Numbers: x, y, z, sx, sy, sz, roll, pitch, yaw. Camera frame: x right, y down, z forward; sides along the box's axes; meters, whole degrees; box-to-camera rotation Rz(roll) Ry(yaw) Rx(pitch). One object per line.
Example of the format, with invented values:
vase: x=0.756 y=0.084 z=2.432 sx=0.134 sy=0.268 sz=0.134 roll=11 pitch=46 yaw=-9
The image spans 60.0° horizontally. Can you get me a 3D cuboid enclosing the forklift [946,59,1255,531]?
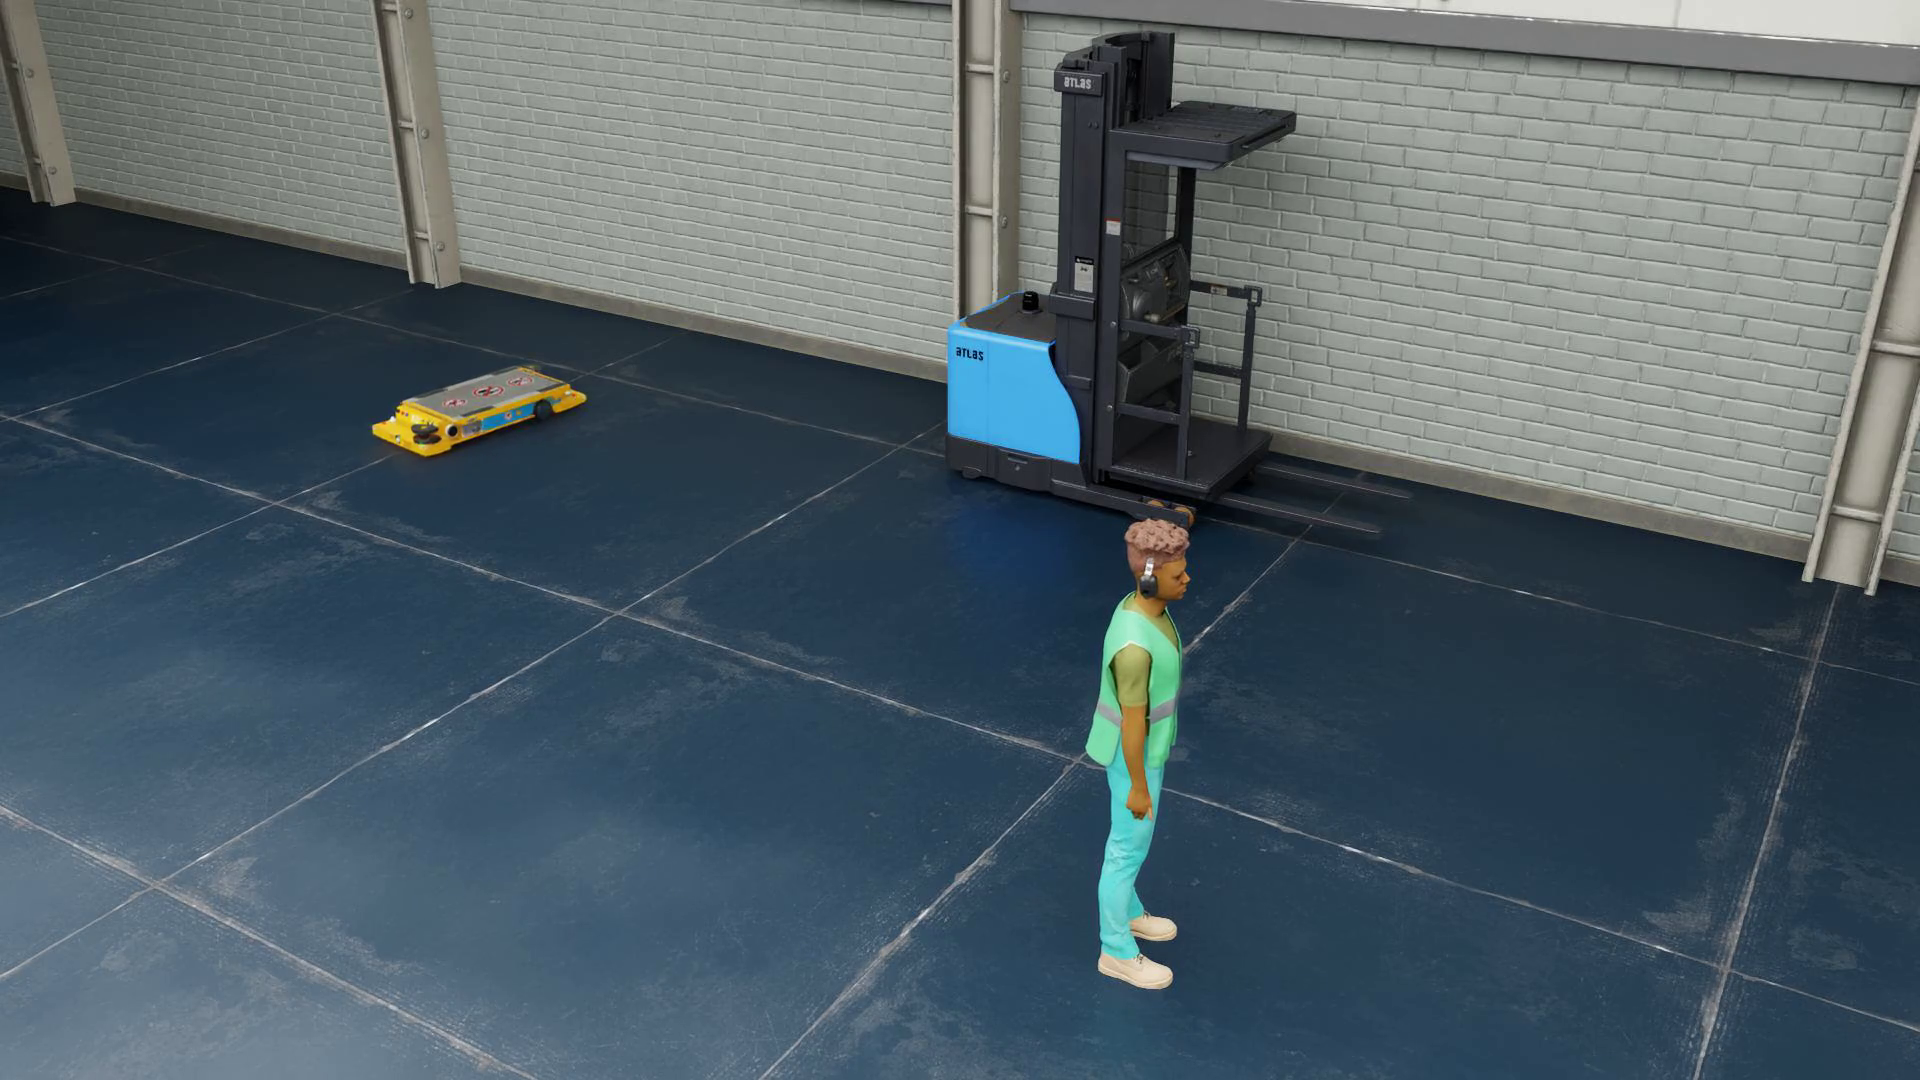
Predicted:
forklift: x=0.933 y=-1.707 z=10.833 sx=1.873 sy=2.768 sz=1.129 roll=15 pitch=29 yaw=28

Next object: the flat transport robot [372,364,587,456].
flat transport robot: x=-3.545 y=-0.975 z=12.321 sx=0.659 sy=0.231 sz=1.431 roll=20 pitch=32 yaw=35

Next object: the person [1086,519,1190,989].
person: x=0.699 y=0.830 z=6.508 sx=0.401 sy=1.978 sz=0.487 roll=5 pitch=26 yaw=11
